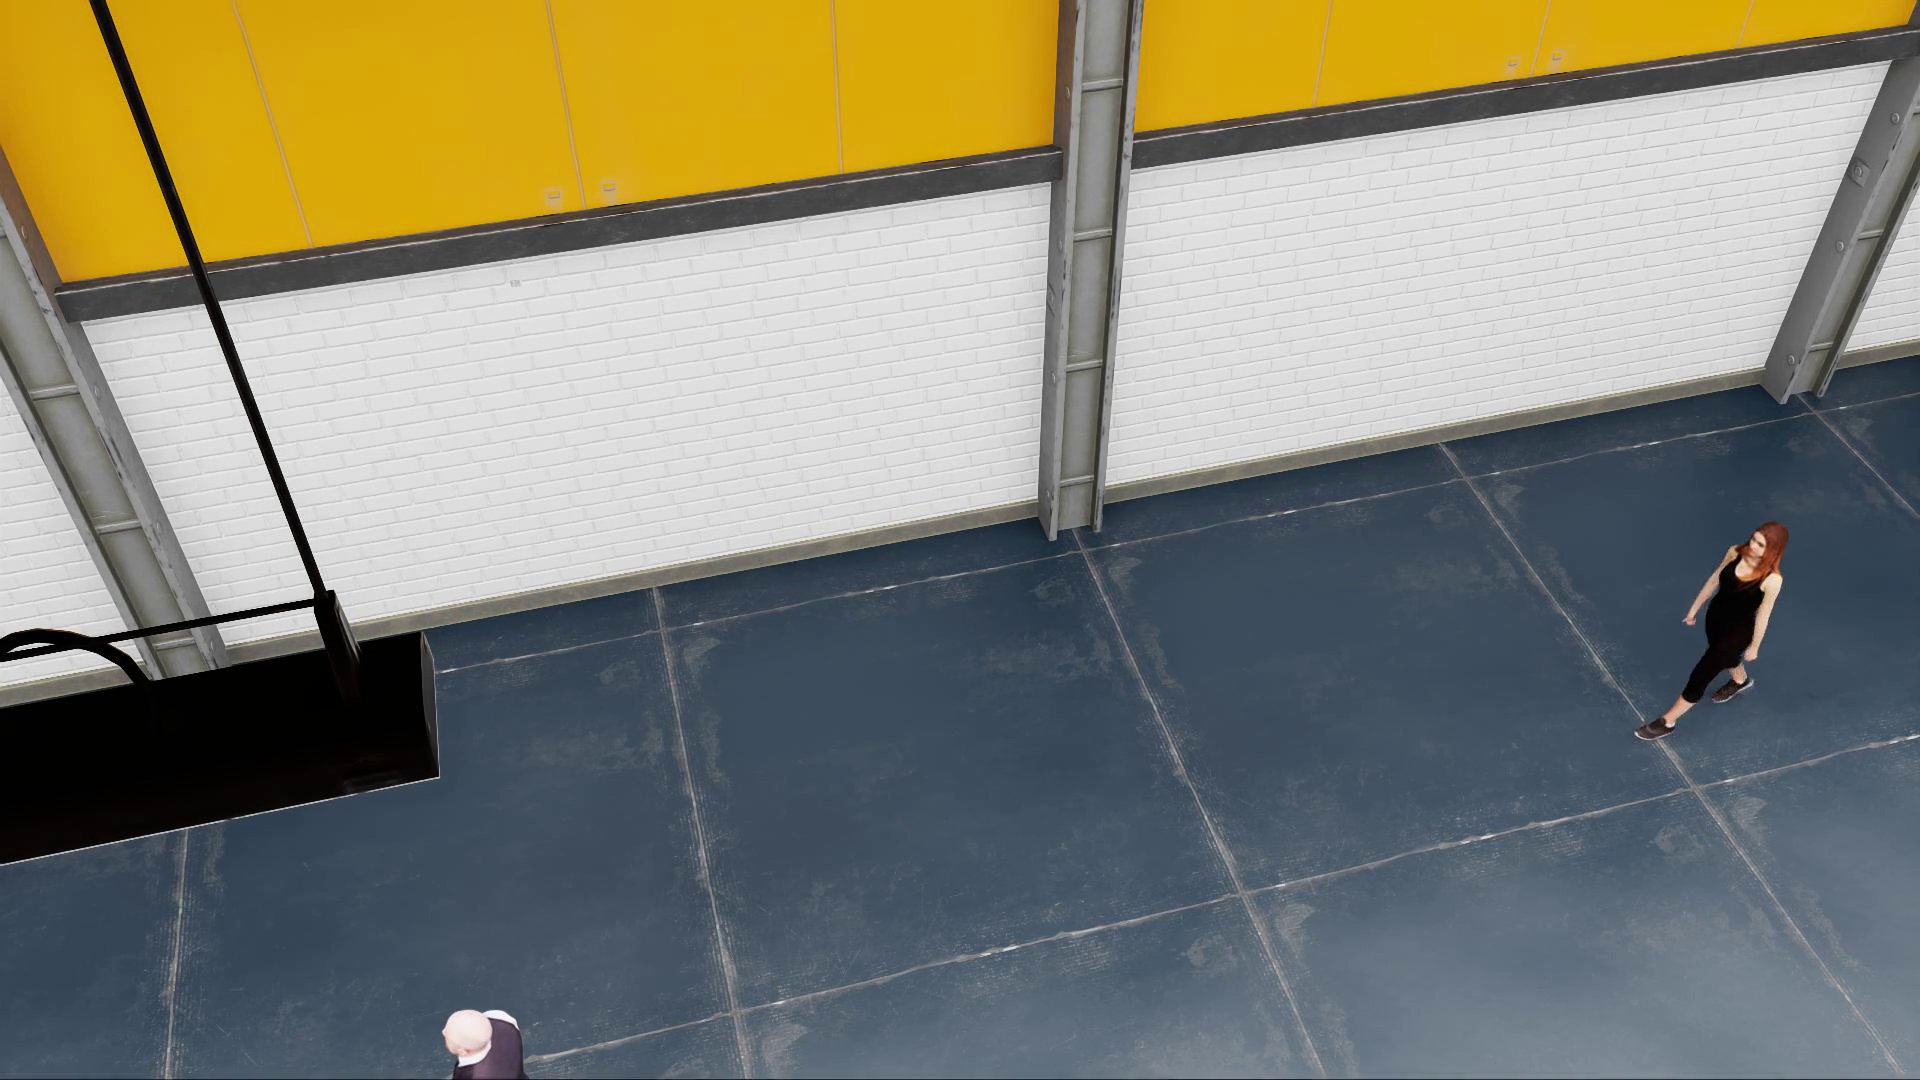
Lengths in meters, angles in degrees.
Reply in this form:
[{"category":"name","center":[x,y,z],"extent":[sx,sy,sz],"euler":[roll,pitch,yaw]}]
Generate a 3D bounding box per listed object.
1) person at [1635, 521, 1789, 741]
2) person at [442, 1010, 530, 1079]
[{"category":"person","center":[4.768,0.518,10.153],"extent":[1.153,1.686,0.631],"euler":[-13,45,-13]},{"category":"person","center":[-2.124,2.709,7.754],"extent":[0.673,1.823,0.743],"euler":[-1,44,-1]}]
